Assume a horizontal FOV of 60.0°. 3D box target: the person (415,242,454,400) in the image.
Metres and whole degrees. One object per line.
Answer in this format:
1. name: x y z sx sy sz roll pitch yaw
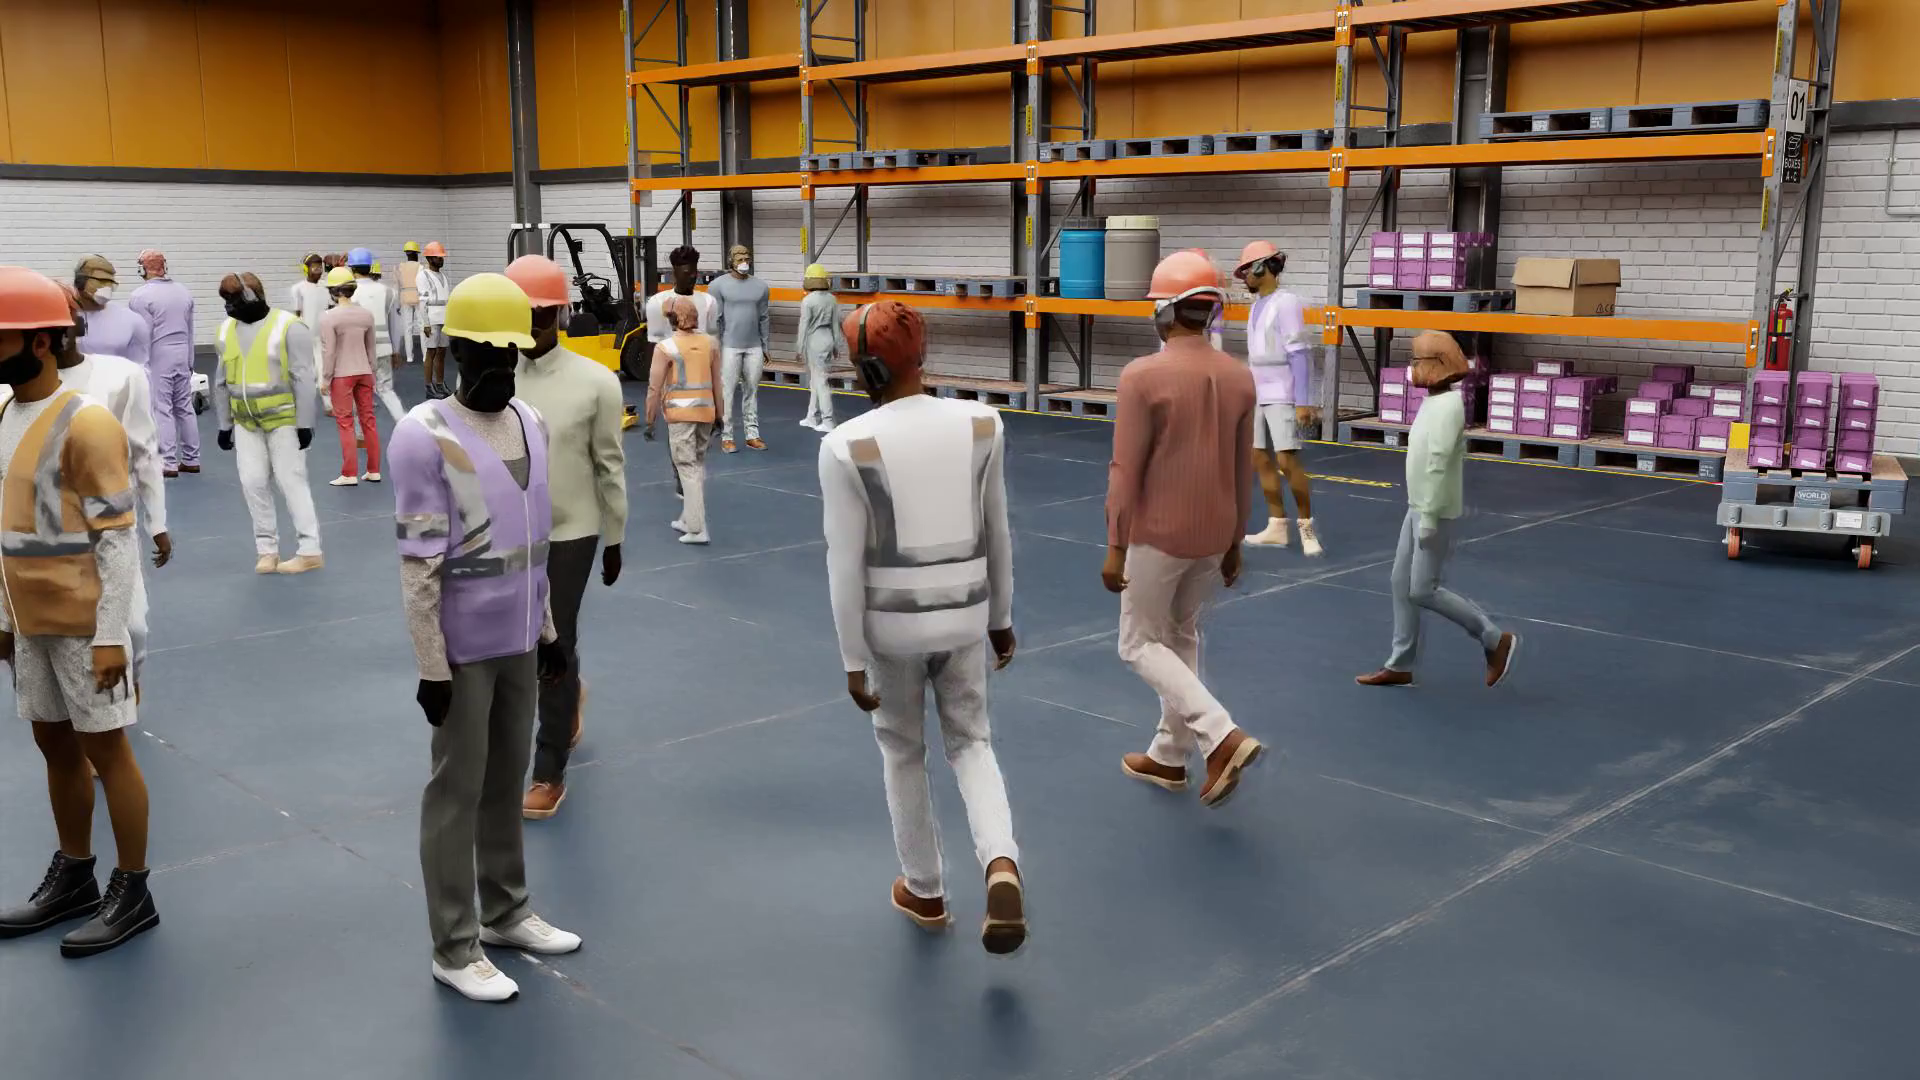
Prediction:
1. person: -6.473 -2.714 20.621 0.360 1.939 0.543 3 11 16

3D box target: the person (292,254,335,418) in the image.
1. person: -7.256 -2.287 18.627 0.859 1.836 0.512 5 11 23

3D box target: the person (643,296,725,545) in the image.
1. person: -1.869 -0.787 10.949 0.633 1.617 0.545 9 14 41

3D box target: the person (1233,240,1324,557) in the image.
1. person: 2.065 -0.906 10.640 0.586 1.990 0.701 -3 11 -14

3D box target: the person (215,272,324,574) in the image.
1. person: -4.160 -0.699 10.019 0.655 1.806 0.432 2 11 12

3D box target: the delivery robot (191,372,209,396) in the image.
1. delivery robot: -8.832 -1.757 18.925 0.477 0.478 0.707 -1 10 -5

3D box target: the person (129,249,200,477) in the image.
1. person: -6.713 -1.478 13.975 0.401 1.904 0.649 3 11 15

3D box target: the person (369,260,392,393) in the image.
1. person: -7.443 -2.701 21.167 0.541 1.717 0.889 -4 11 -20

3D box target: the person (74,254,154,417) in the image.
1. person: -5.019 -0.675 9.576 0.740 1.912 0.598 -7 12 -34

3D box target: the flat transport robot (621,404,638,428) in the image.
1. flat transport robot: -4.169 -1.309 17.509 1.431 0.197 0.652 0 10 1

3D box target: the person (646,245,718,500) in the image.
1. person: -2.121 -1.274 12.757 0.605 1.952 0.462 -7 13 -34

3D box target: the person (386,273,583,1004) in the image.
1. person: -1.261 0.252 4.488 0.384 1.924 0.589 4 11 20

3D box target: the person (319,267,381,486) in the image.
1. person: -4.963 -1.318 13.486 0.321 1.766 0.535 6 12 30

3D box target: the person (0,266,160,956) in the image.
1. person: -2.550 0.209 4.684 0.547 1.939 0.376 6 12 30

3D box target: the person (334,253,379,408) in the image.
1. person: -7.090 -2.449 19.523 0.785 1.805 0.554 3 11 14

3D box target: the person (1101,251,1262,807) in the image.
1. person: 0.813 -0.021 5.850 0.616 1.968 0.675 -8 13 -37

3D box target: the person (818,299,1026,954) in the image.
1. person: -0.080 0.263 4.619 0.611 1.856 0.695 -4 11 -21

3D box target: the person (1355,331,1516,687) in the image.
1. person: 2.115 -0.111 7.313 0.601 1.614 0.514 1 10 4

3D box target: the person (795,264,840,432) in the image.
1. person: -1.550 -1.993 17.255 0.711 1.717 0.507 7 13 35

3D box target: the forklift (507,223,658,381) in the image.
1. forklift: -5.316 -3.263 22.920 2.313 2.155 1.214 -10 14 -44

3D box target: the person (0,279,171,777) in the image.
1. person: -3.361 -0.062 6.379 0.605 1.869 0.673 -5 11 -25

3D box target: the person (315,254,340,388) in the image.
1. person: -8.176 -2.867 21.896 0.987 1.780 0.636 -4 11 -19

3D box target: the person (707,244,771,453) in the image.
1. person: -2.051 -1.791 15.590 0.631 1.940 0.372 -7 13 -34

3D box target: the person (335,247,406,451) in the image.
1. person: -5.449 -1.755 15.475 0.823 1.920 0.617 10 14 43

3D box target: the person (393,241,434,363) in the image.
1. person: -8.683 -3.776 26.462 0.585 1.921 0.383 -1 10 -4

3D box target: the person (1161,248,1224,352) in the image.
1. person: 2.007 -1.531 14.245 0.563 1.905 0.830 4 11 21

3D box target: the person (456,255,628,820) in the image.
1. person: -1.508 -0.057 6.088 0.611 1.967 0.949 1 10 6
